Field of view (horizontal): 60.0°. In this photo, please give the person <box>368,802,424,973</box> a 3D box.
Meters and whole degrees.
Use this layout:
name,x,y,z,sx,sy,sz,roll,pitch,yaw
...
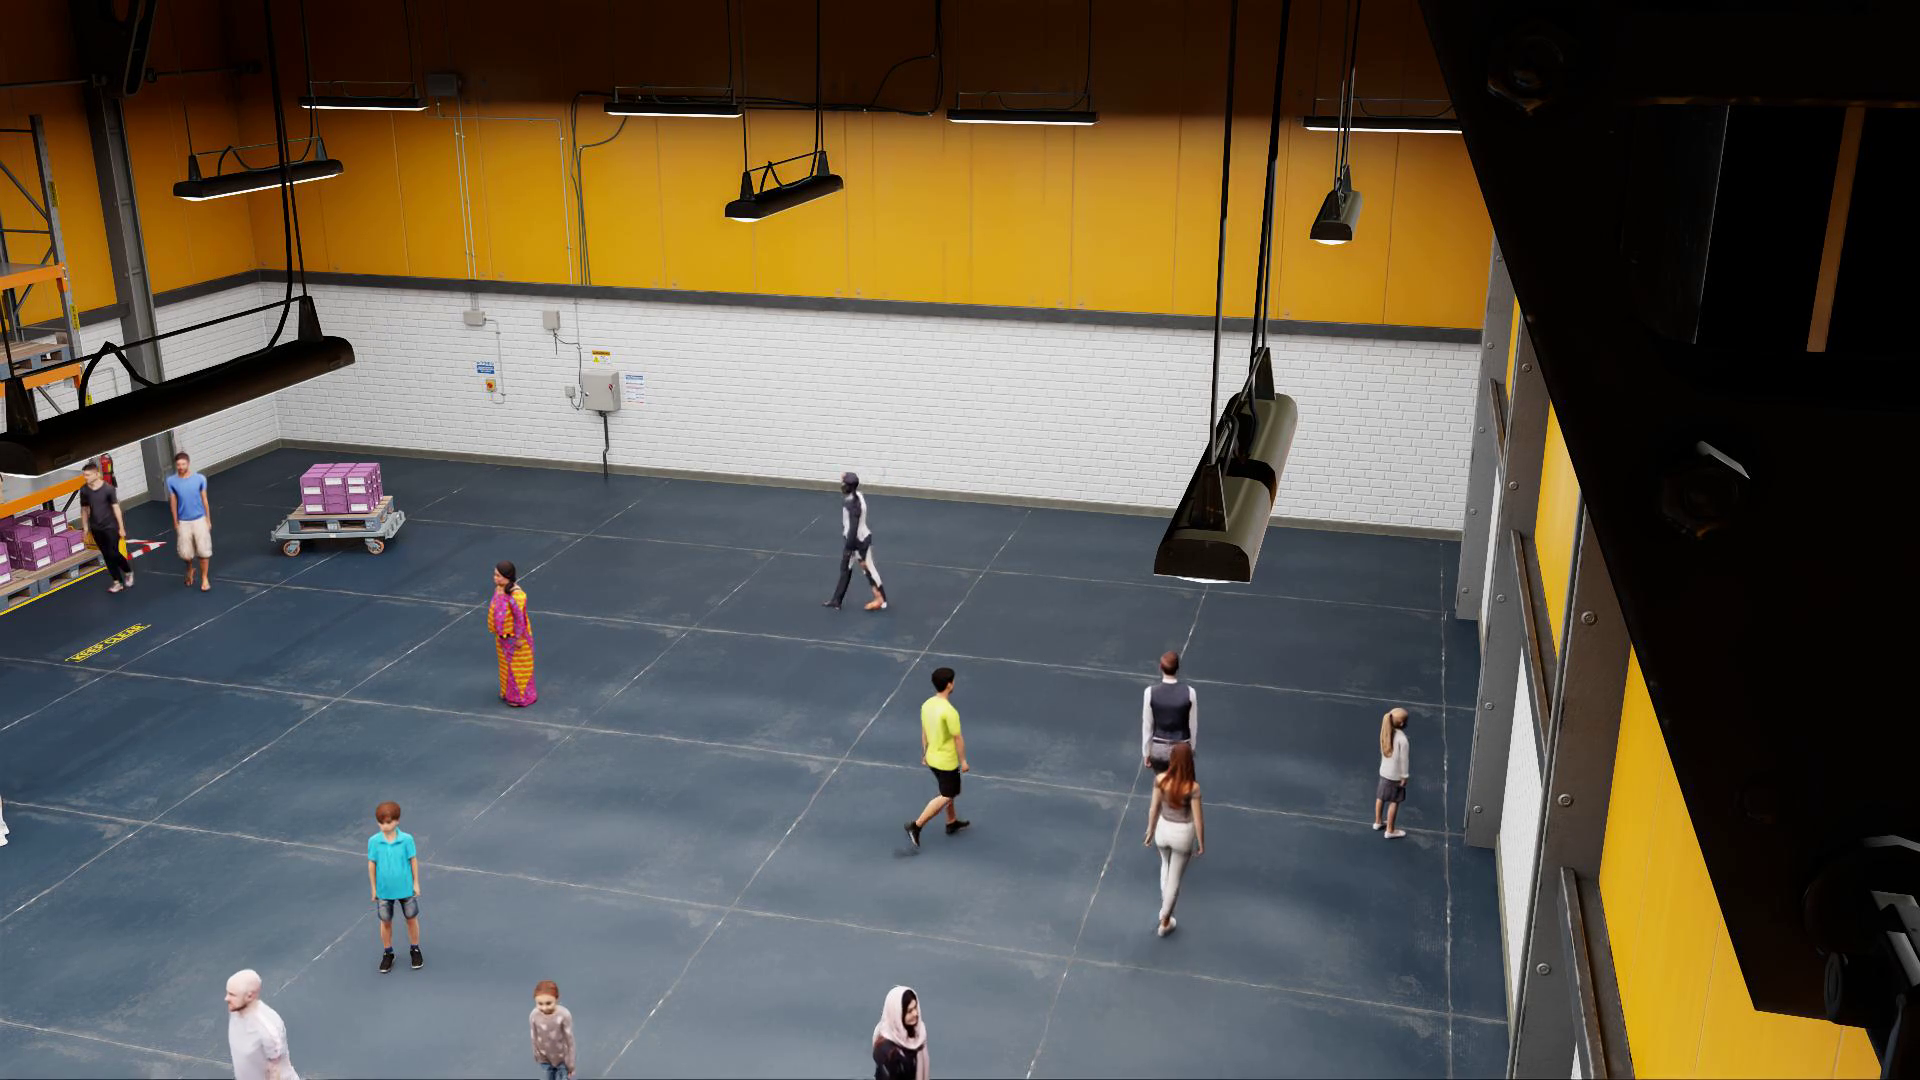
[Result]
name,x,y,z,sx,sy,sz,roll,pitch,yaw
person,-4.544,2.765,13.384,0.594,1.448,0.609,-3,19,-10

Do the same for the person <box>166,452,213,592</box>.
name,x,y,z,sx,sy,sz,roll,pitch,yaw
person,-10.045,-0.276,21.782,0.811,1.851,0.872,-8,20,-22

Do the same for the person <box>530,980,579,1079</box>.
name,x,y,z,sx,sy,sz,roll,pitch,yaw
person,-2.776,3.539,11.514,0.576,1.174,0.755,0,19,1

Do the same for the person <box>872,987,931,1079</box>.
name,x,y,z,sx,sy,sz,roll,pitch,yaw
person,-0.477,3.595,10.691,0.892,1.592,1.123,10,21,27

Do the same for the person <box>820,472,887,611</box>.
name,x,y,z,sx,sy,sz,roll,pitch,yaw
person,-1.212,0.034,20.873,1.111,1.844,1.160,-2,19,-7

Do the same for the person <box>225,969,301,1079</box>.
name,x,y,z,sx,sy,sz,roll,pitch,yaw
person,-4.319,3.502,10.610,0.816,1.821,0.861,15,24,38

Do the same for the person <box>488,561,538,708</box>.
name,x,y,z,sx,sy,sz,roll,pitch,yaw
person,-4.930,0.997,18.270,0.824,1.679,0.776,-14,23,-36

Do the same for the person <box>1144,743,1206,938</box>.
name,x,y,z,sx,sy,sz,roll,pitch,yaw
person,1.734,2.505,13.743,0.707,1.711,0.732,11,21,29

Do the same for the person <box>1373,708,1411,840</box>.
name,x,y,z,sx,sy,sz,roll,pitch,yaw
person,4.033,2.150,15.481,0.662,1.275,0.593,-7,20,-21

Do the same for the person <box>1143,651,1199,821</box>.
name,x,y,z,sx,sy,sz,roll,pitch,yaw
person,1.903,1.953,15.063,0.634,1.914,1.221,5,19,14

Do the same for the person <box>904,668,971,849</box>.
name,x,y,z,sx,sy,sz,roll,pitch,yaw
person,-0.216,2.016,15.235,1.106,1.684,1.011,-12,22,-32

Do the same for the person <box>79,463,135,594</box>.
name,x,y,z,sx,sy,sz,roll,pitch,yaw
person,-11.088,-0.173,21.643,0.706,1.744,0.726,0,19,0
